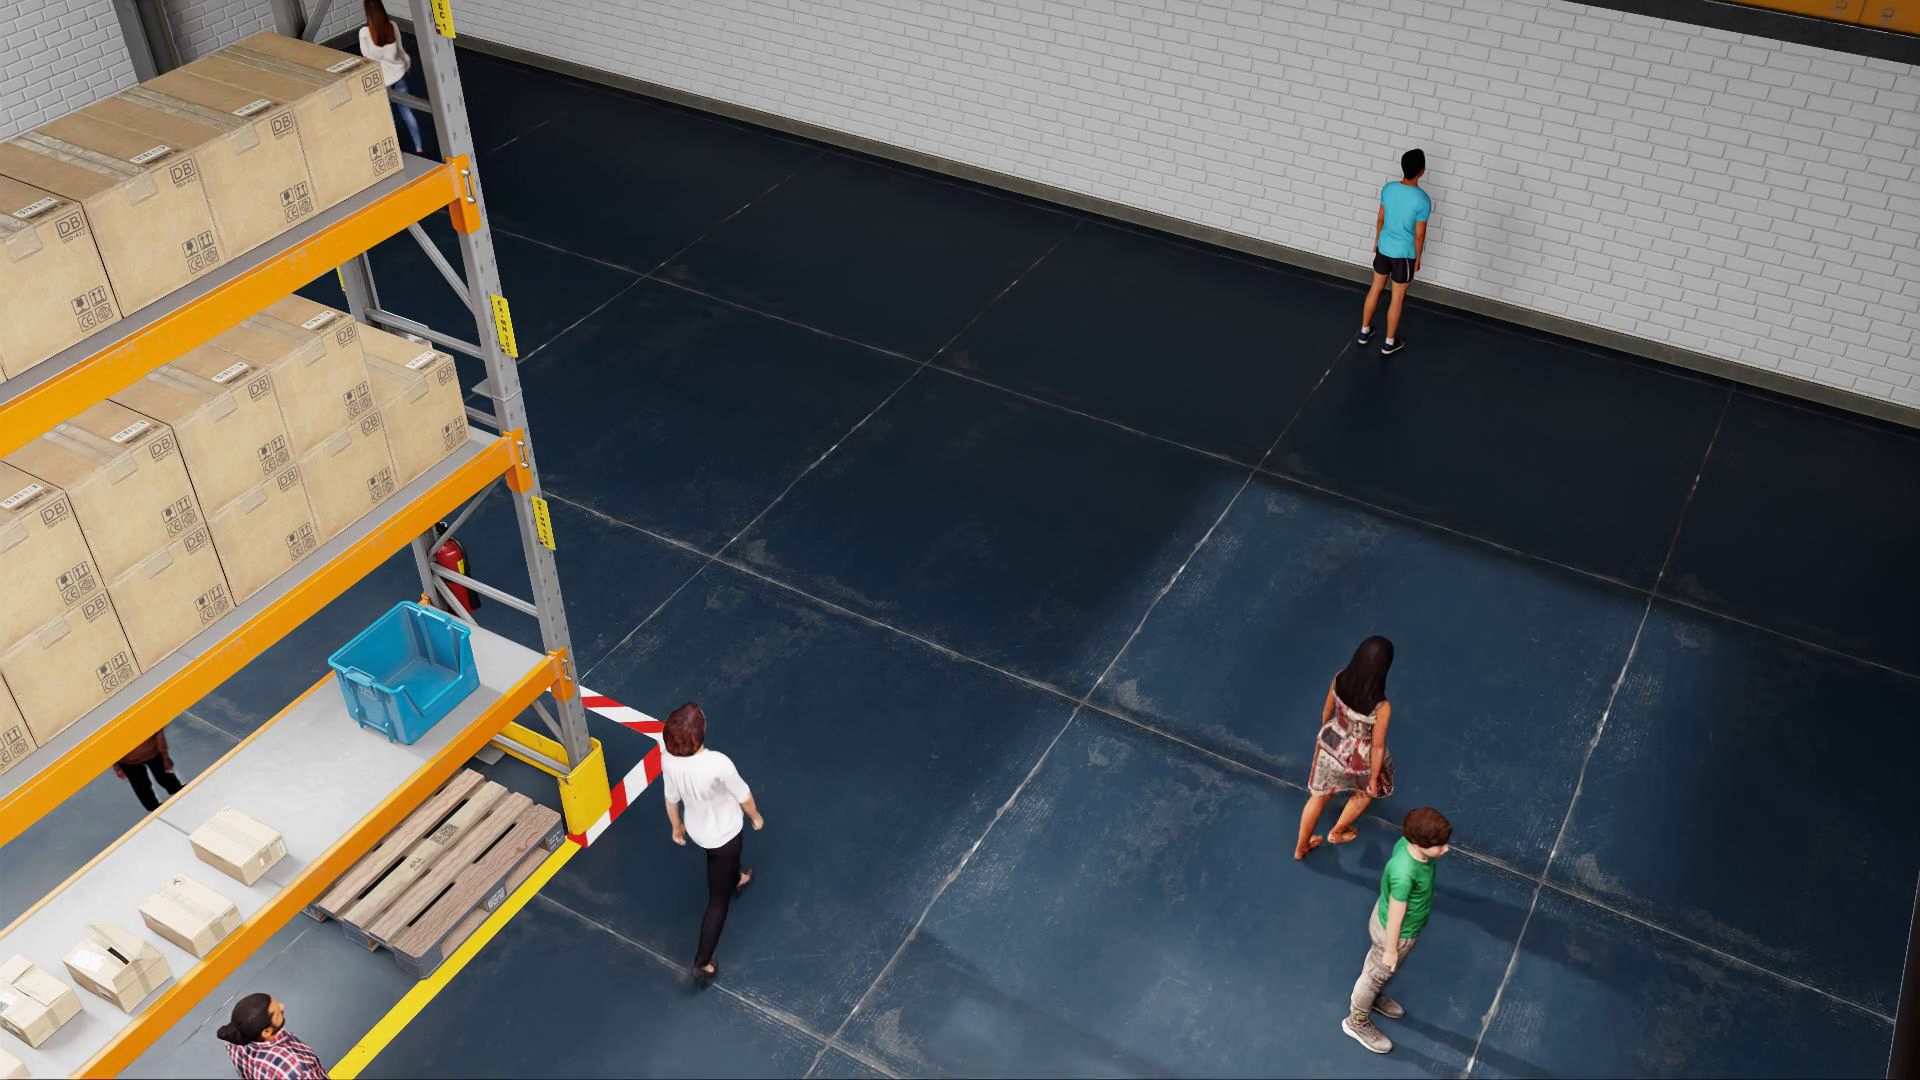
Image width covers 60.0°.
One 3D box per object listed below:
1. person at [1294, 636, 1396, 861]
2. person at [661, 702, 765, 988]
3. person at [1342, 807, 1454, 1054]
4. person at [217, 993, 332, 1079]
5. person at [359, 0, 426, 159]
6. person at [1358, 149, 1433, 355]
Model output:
[{"bbox_3d":[2.139,1.262,9.362,0.870,1.607,0.796,-30,47,-32],"label":"person"},{"bbox_3d":[-1.332,1.627,8.789,0.661,1.752,1.092,16,41,19],"label":"person"},{"bbox_3d":[2.219,1.938,8.480,0.644,1.651,0.449,19,42,23],"label":"person"},{"bbox_3d":[-2.977,2.616,7.542,0.686,1.761,0.578,21,43,24],"label":"person"},{"bbox_3d":[-5.654,-4.573,16.636,1.159,1.648,1.016,-25,45,-28],"label":"person"},{"bbox_3d":[3.617,-2.390,13.803,0.657,1.770,0.591,32,48,33],"label":"person"}]
